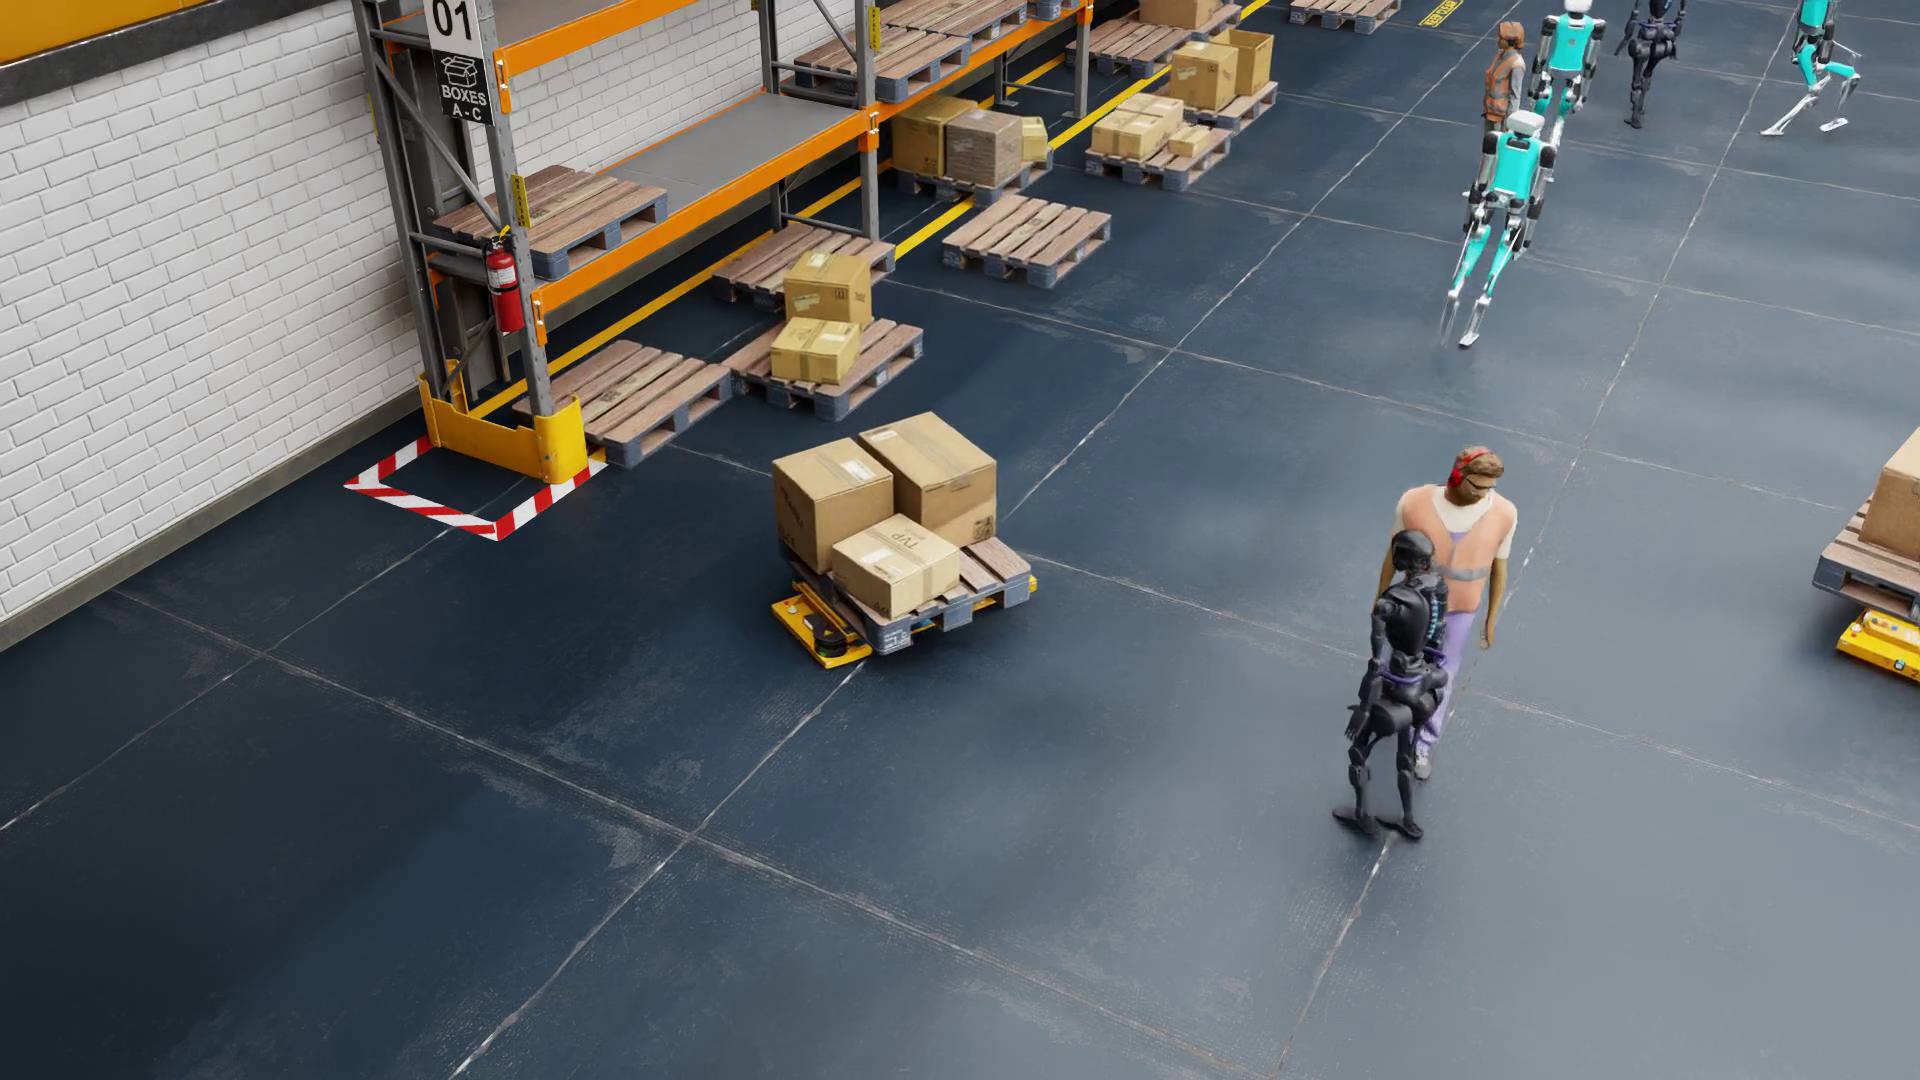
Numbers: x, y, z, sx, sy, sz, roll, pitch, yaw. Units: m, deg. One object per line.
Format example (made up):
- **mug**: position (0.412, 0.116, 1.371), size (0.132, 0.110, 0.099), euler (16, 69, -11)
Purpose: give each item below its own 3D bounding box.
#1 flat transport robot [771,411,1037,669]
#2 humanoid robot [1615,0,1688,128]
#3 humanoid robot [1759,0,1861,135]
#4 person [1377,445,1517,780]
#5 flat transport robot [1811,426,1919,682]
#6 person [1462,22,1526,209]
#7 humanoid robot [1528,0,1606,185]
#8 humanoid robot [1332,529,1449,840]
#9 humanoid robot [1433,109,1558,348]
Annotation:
- **flat transport robot**: position (-0.318, 0.296, 9.700), size (1.431, 0.231, 0.659), euler (-20, 38, -27)
- **humanoid robot**: position (6.760, -4.928, 16.337), size (0.615, 1.643, 0.563), euler (-4, 34, -6)
- **humanoid robot**: position (8.376, -4.709, 15.986), size (1.041, 1.765, 0.547), euler (-4, 34, -6)
- **person**: position (2.364, 0.336, 8.228), size (0.595, 1.815, 0.515), euler (6, 34, 9)
- **flat transport robot**: position (5.650, 0.380, 9.573), size (0.659, 0.231, 1.431), euler (27, 42, 34)
- **person**: position (4.694, -3.693, 14.493), size (0.309, 1.636, 0.522), euler (-2, 34, -3)
- **humanoid robot**: position (5.370, -4.069, 14.940), size (0.531, 1.742, 0.741), euler (8, 34, 12)
- **humanoid robot**: position (2.086, 0.713, 7.802), size (0.609, 1.631, 0.456), euler (-25, 41, -32)
- **humanoid robot**: position (3.860, -2.134, 12.136), size (0.550, 1.870, 0.784), euler (21, 39, 28)
